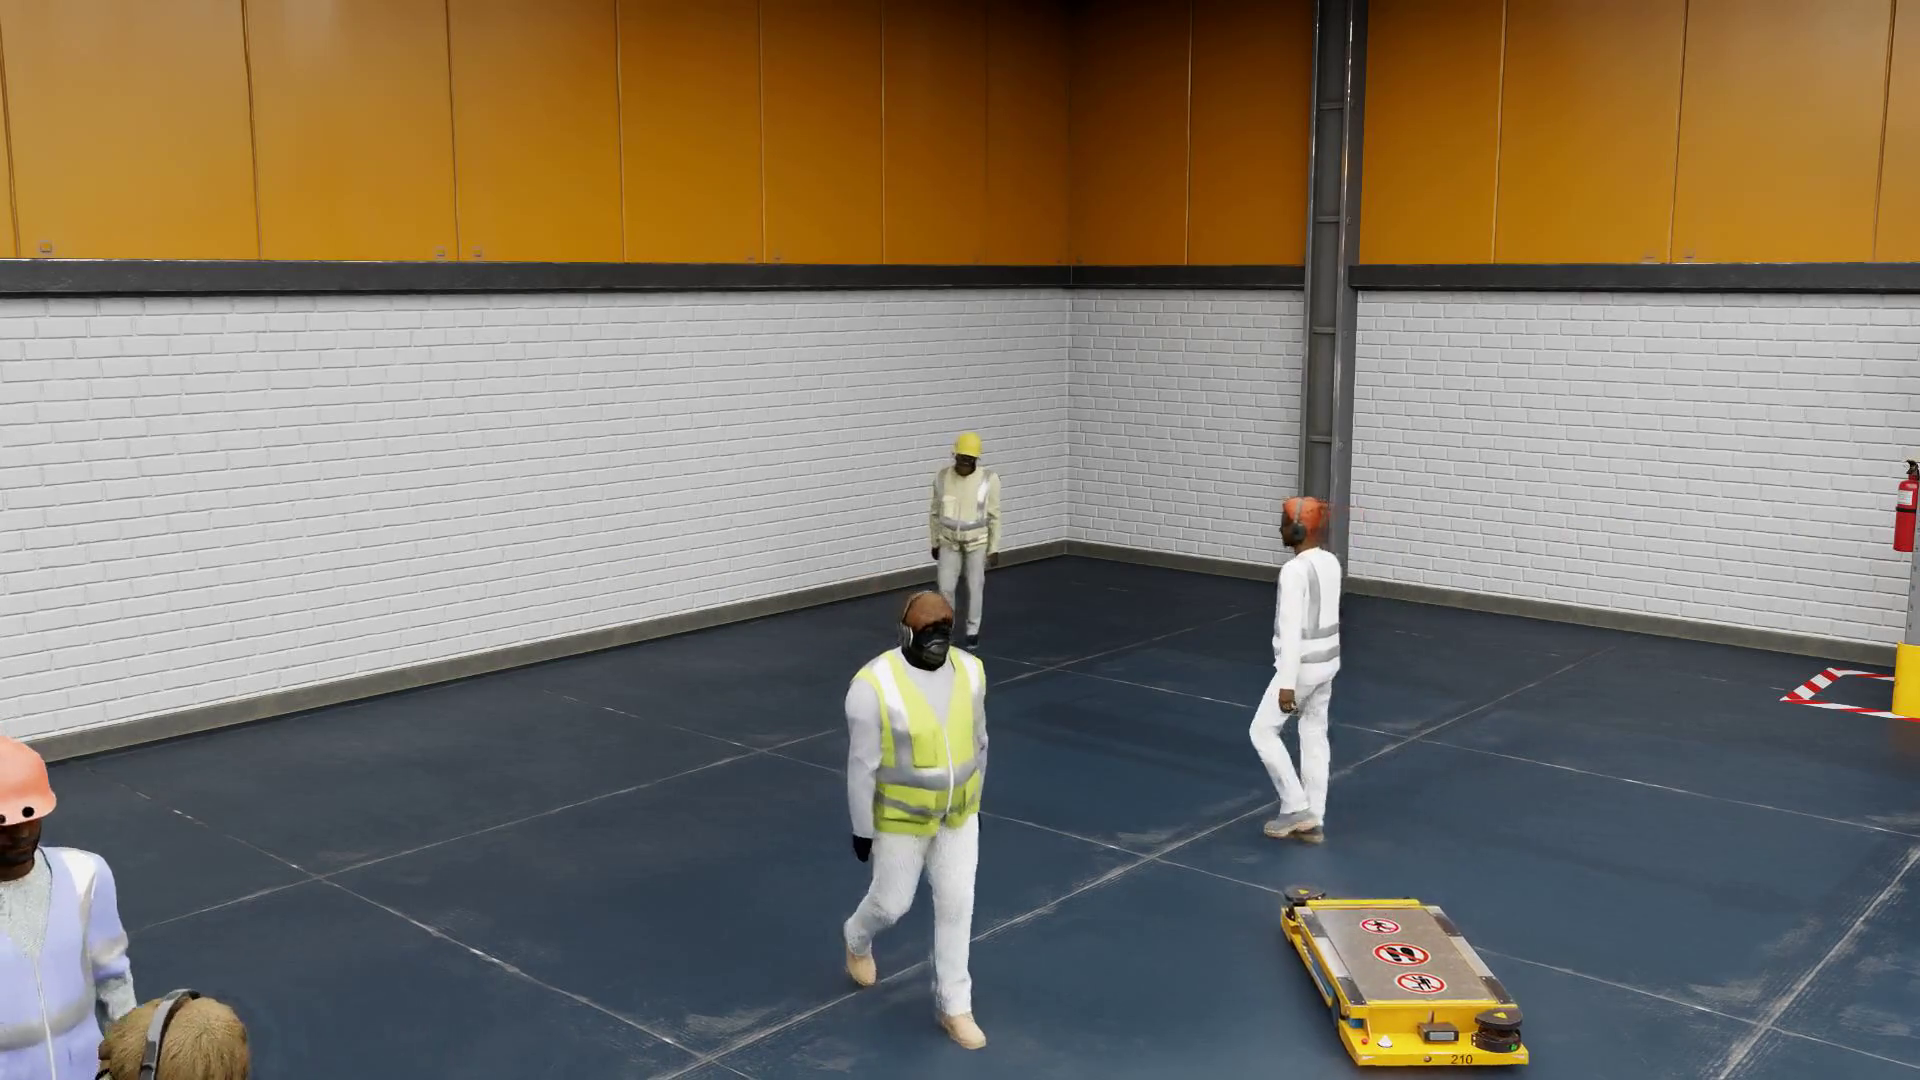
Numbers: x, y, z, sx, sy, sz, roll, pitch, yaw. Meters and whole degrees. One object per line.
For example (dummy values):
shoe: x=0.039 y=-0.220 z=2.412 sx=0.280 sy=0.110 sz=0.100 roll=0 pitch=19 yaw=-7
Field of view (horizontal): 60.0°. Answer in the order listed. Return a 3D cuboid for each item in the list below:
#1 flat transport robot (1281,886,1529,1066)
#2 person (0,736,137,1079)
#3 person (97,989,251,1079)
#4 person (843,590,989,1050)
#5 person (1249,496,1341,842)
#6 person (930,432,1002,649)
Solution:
flat transport robot: x=1.818 y=1.795 z=6.982 sx=0.652 sy=0.197 sz=1.431 roll=0 pitch=9 yaw=-1
person: x=-2.437 y=1.412 z=4.329 sx=0.972 sy=1.895 sz=0.556 roll=6 pitch=11 yaw=35
person: x=-1.287 y=1.661 z=2.789 sx=1.047 sy=1.877 sz=0.644 roll=0 pitch=9 yaw=-1
person: x=-0.200 y=1.071 z=6.723 sx=0.638 sy=1.819 sz=0.800 roll=-5 pitch=10 yaw=-30
person: x=1.790 y=0.695 z=8.880 sx=0.453 sy=1.868 sz=0.614 roll=7 pitch=11 yaw=37
person: x=0.045 y=0.013 z=13.402 sx=0.610 sy=1.800 sz=0.545 roll=2 pitch=9 yaw=14
